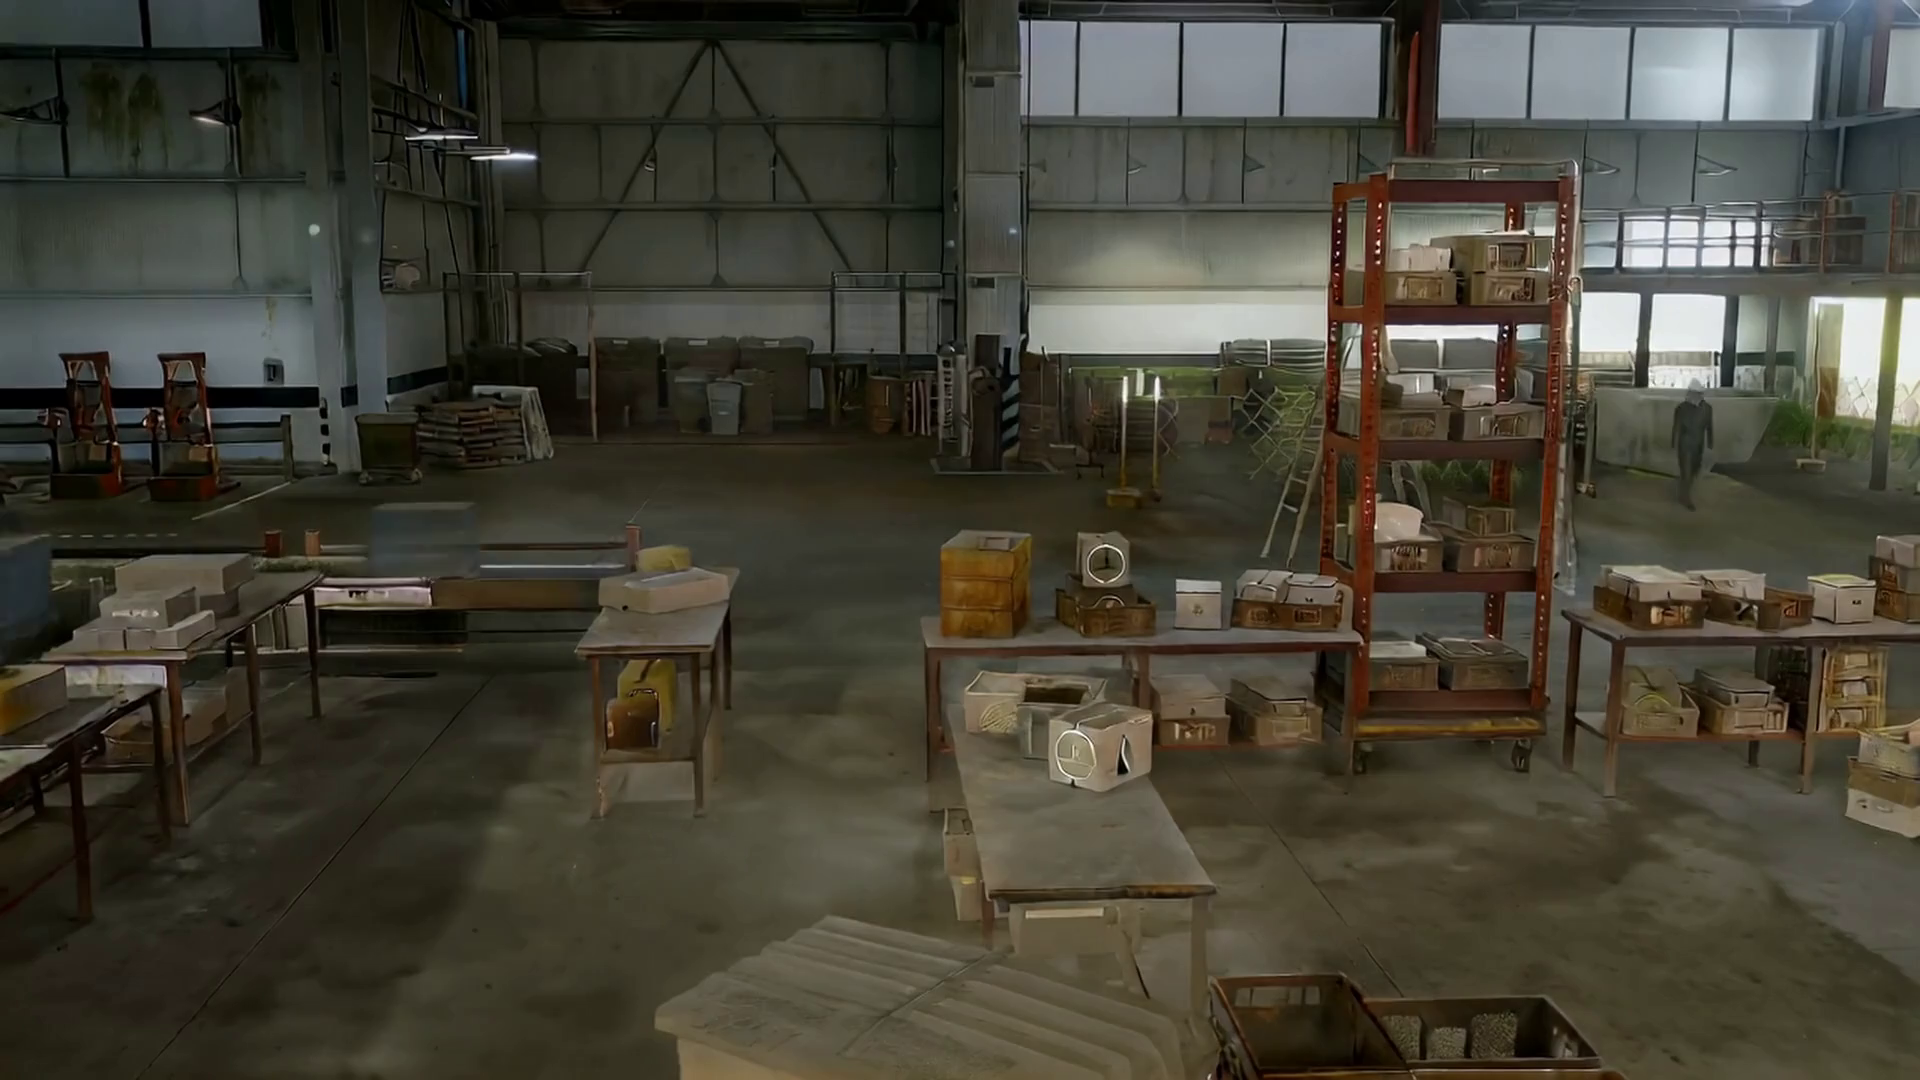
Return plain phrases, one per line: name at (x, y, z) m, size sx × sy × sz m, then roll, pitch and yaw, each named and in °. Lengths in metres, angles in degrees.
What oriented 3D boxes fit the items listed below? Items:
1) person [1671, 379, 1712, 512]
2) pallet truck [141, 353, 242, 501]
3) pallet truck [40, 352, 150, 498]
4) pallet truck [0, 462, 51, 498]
person at (9.459, -1.249, 21.586) m, size 0.485 × 1.712 × 0.796 m, roll 0°, pitch 9°, yaw -2°
pallet truck at (-10.520, -1.604, 22.925) m, size 0.823 × 1.965 × 1.885 m, roll -1°, pitch 9°, yaw -6°
pallet truck at (-11.907, -1.642, 23.165) m, size 0.823 × 1.965 × 1.885 m, roll 0°, pitch 9°, yaw 0°
pallet truck at (-13.193, -1.293, 23.148) m, size 0.653 × 1.274 × 1.630 m, roll -1°, pitch 9°, yaw -4°
